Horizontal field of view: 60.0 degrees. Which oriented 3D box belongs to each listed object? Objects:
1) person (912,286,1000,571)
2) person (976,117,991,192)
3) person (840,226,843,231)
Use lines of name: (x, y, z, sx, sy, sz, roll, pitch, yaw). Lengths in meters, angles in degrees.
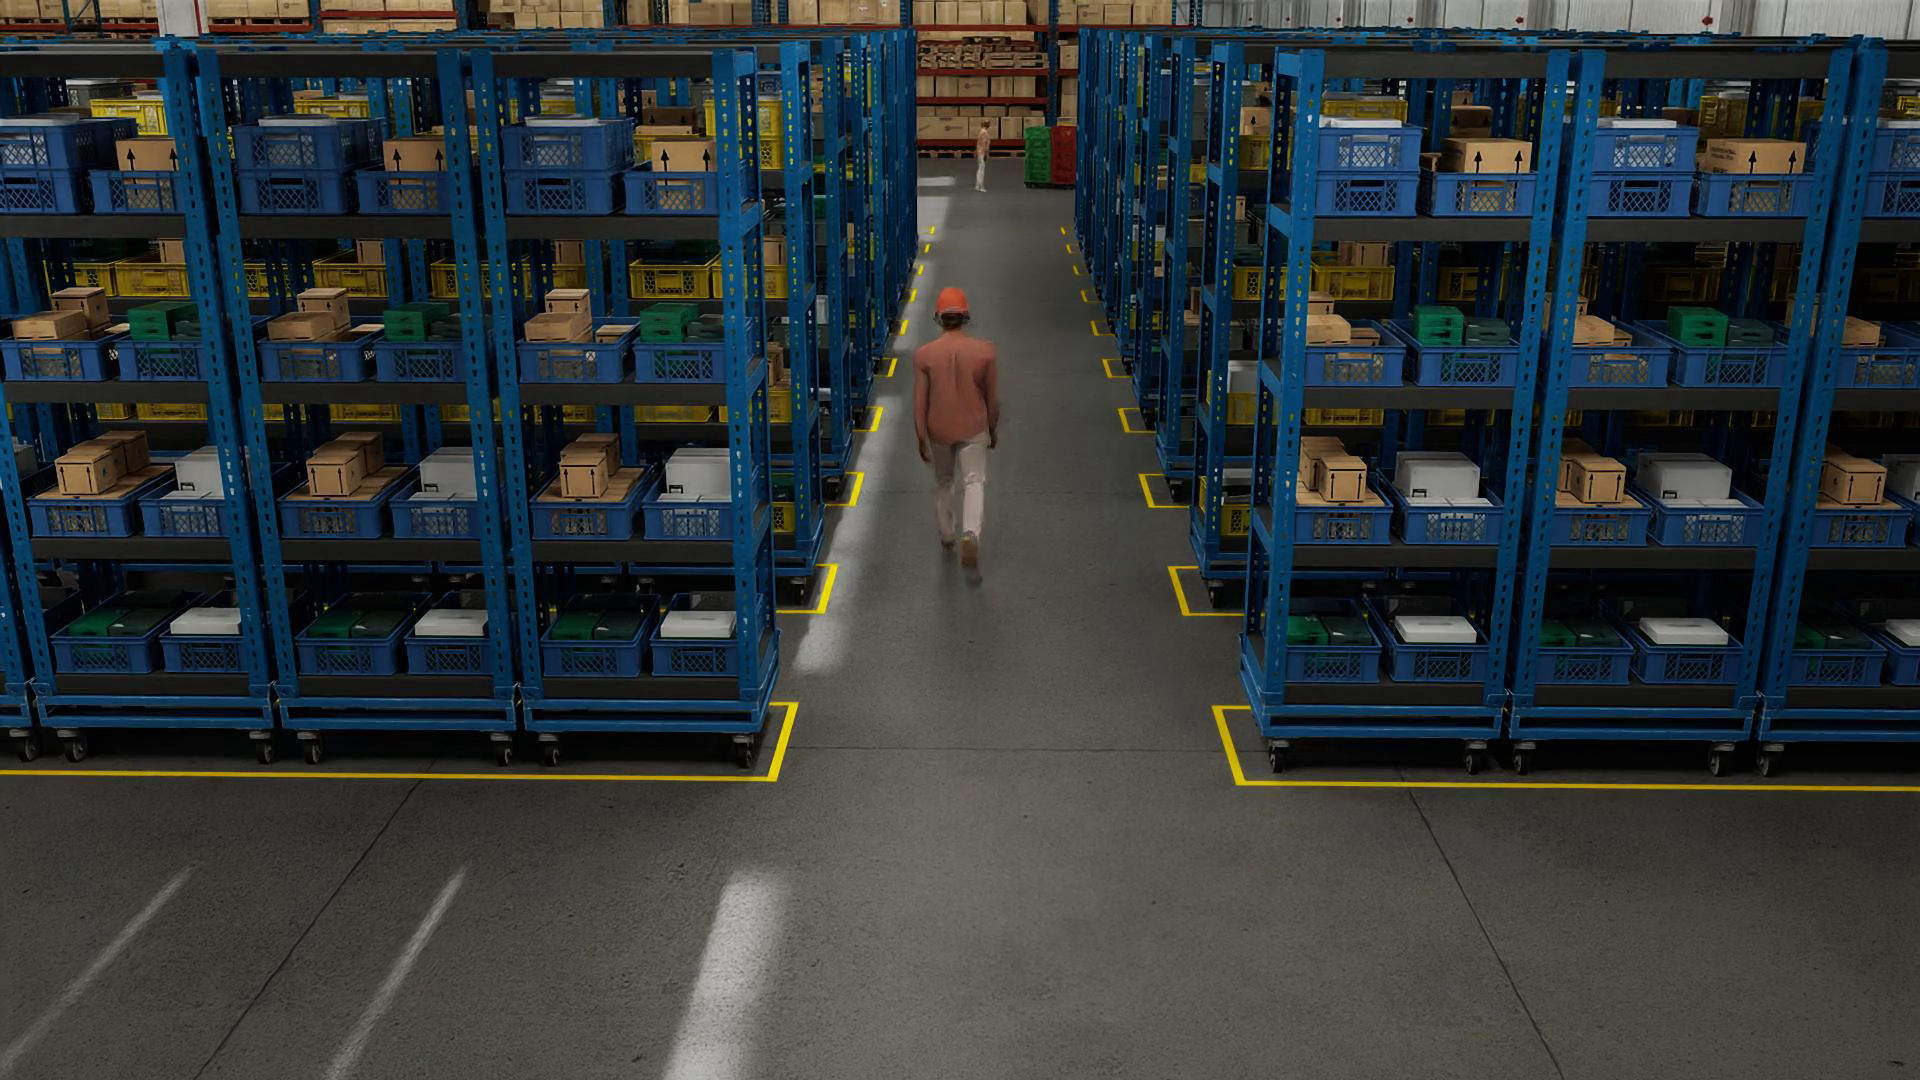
person: (-0.025, -0.776, 11.614, 0.617, 1.970, 0.871, 0, 17, 1)
person: (0.531, -8.595, 37.101, 0.329, 1.626, 0.526, -1, 17, -3)
person: (-1.440, -3.355, 19.760, 0.595, 2.020, 0.610, -2, 17, -5)
